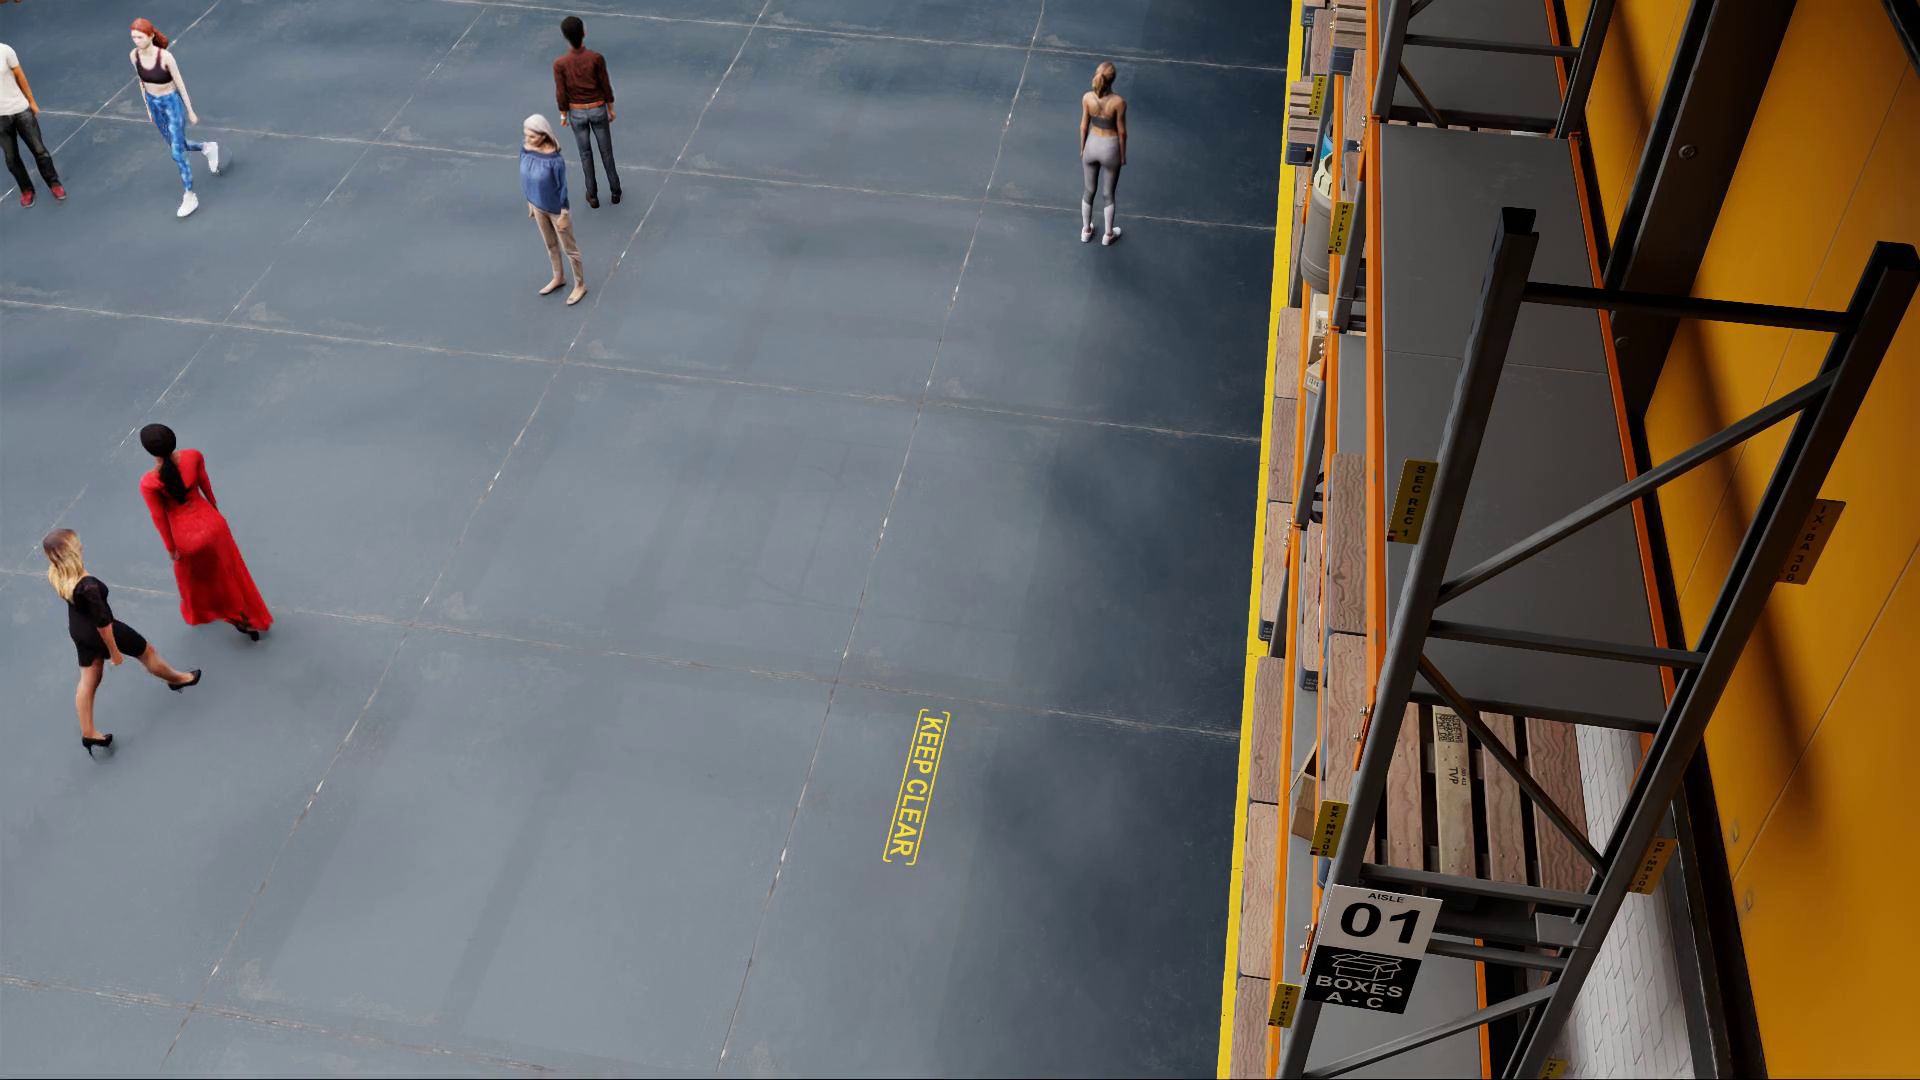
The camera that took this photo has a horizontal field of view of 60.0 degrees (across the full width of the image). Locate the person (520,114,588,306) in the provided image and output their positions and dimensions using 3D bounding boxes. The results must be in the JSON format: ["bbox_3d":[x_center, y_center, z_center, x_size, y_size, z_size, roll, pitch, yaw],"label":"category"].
[{"bbox_3d":[-3.367,-2.744,13.718,0.687,1.703,0.682,23,48,22],"label":"person"}]

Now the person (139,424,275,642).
[{"bbox_3d":[-4.890,0.008,10.789,0.939,1.760,1.007,25,49,24],"label":"person"}]

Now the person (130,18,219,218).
[{"bbox_3d":[-6.995,-3.835,14.823,0.591,1.760,1.067,8,44,8],"label":"person"}]

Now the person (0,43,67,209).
[{"bbox_3d":[-8.472,-3.839,14.795,0.715,1.803,0.749,-21,48,-21],"label":"person"}]

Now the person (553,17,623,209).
[{"bbox_3d":[-3.292,-3.778,14.742,0.718,1.778,0.691,-12,45,-12],"label":"person"}]

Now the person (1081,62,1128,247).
[{"bbox_3d":[1.223,-3.325,14.320,0.600,1.703,0.601,15,46,15],"label":"person"}]

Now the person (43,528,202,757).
[{"bbox_3d":[-5.343,0.653,10.201,0.794,1.626,1.133,19,47,19],"label":"person"}]
